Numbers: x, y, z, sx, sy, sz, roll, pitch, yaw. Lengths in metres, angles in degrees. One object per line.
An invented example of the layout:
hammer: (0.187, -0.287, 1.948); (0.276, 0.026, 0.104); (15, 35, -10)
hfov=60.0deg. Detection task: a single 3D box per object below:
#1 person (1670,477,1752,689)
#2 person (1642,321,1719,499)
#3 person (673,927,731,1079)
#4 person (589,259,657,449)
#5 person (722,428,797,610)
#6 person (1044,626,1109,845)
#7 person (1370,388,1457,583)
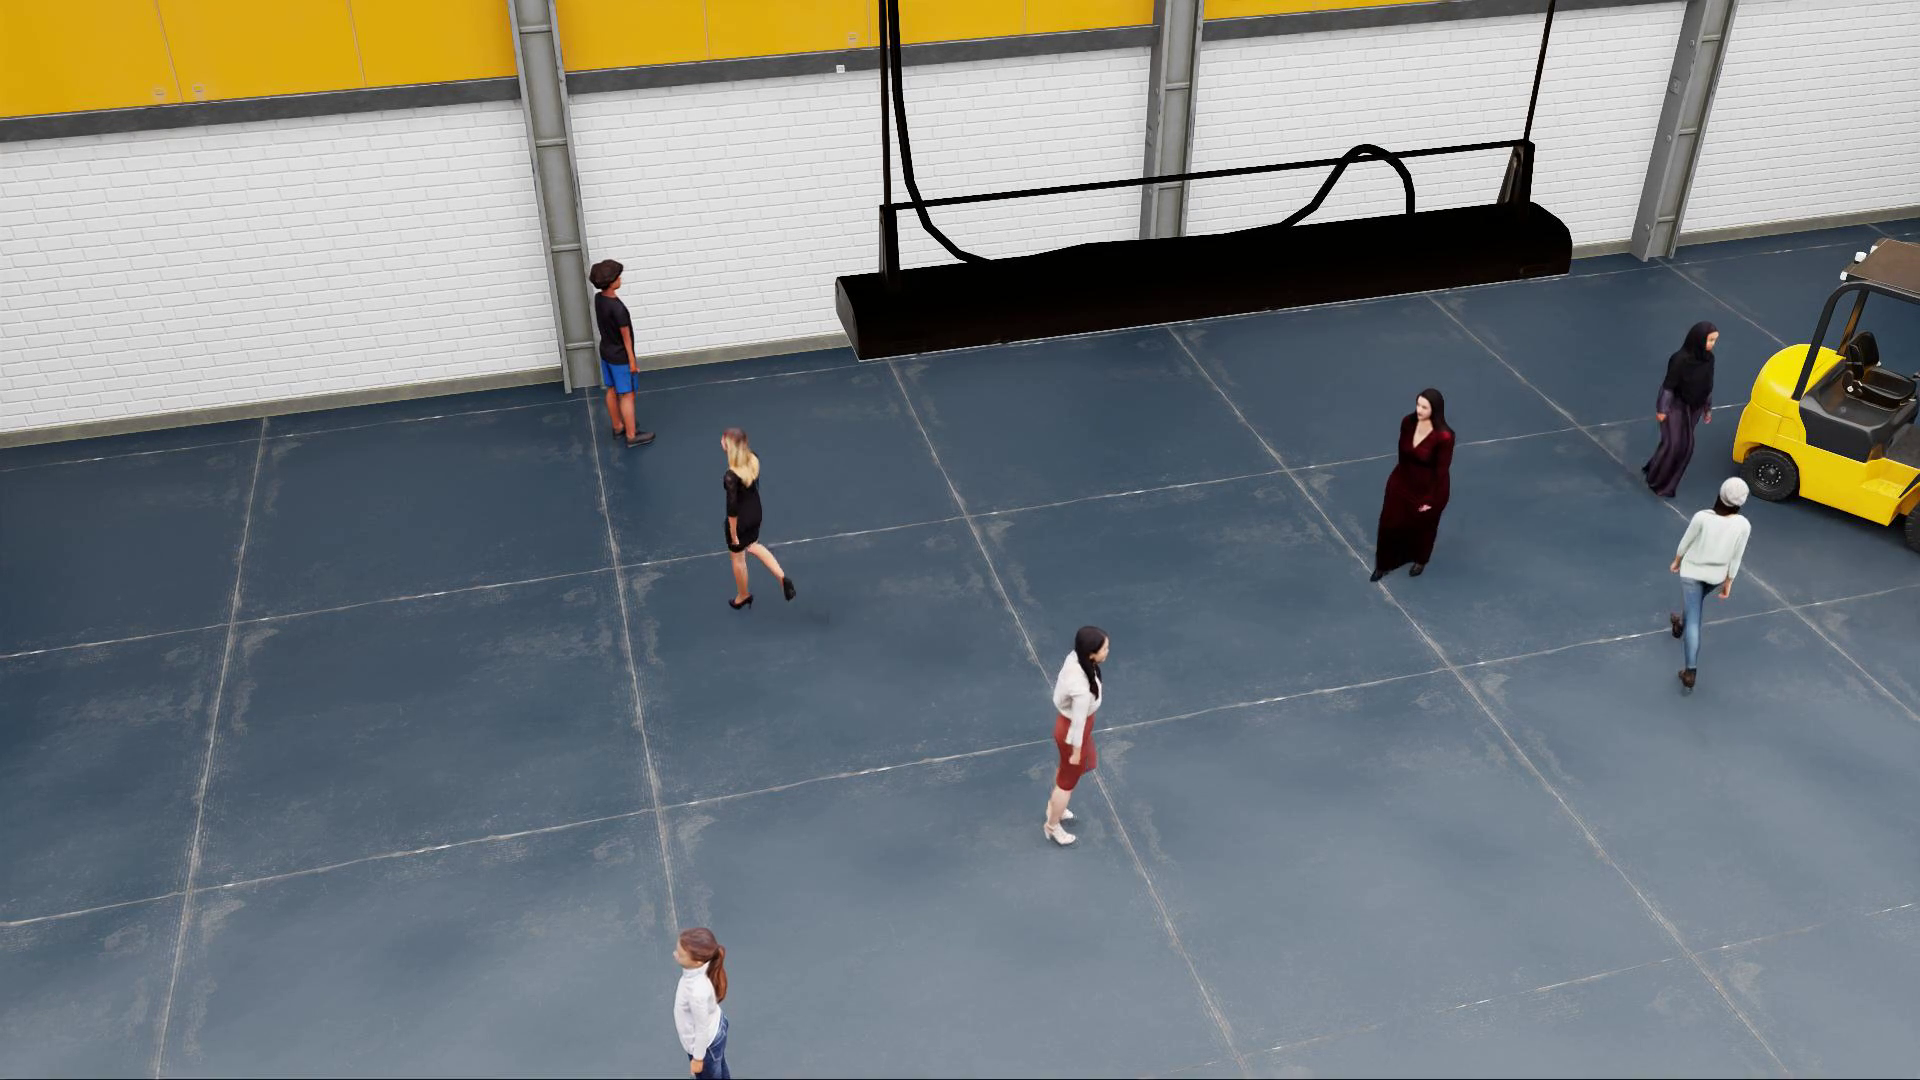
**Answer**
person: (5.450, 0.315, 12.170); (1.159, 1.592, 0.936); (5, 34, 7)
person: (6.217, -1.200, 14.435); (0.724, 1.608, 0.708); (-12, 36, -18)
person: (-1.336, 2.603, 8.761); (0.570, 1.555, 0.561); (-3, 34, -5)
person: (-3.093, -1.689, 14.999); (0.723, 1.799, 0.704); (-27, 42, -34)
person: (-1.581, -0.120, 12.762); (0.922, 1.662, 0.843); (15, 36, 21)
person: (0.706, 1.258, 10.623); (0.673, 1.734, 0.678); (1, 34, 2)
person: (3.703, -0.450, 13.194); (0.849, 1.732, 0.928); (29, 43, 36)
